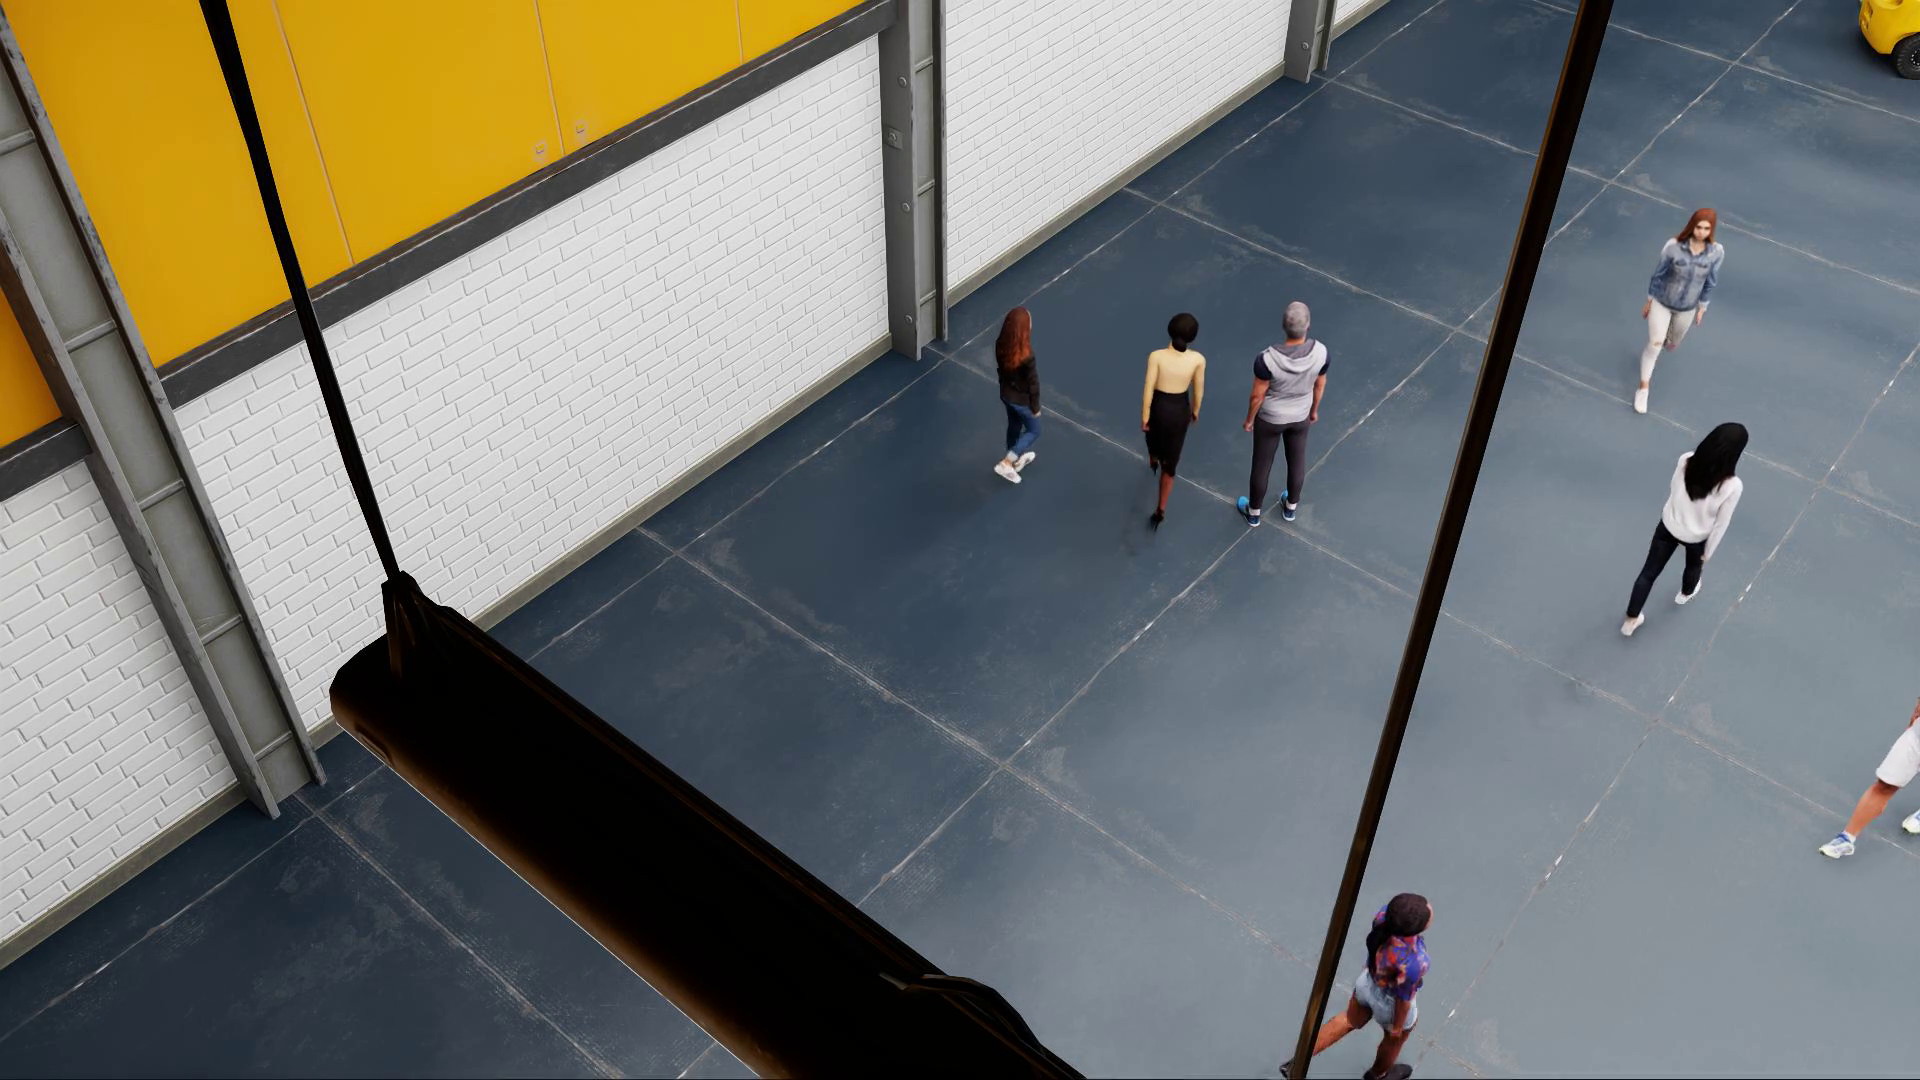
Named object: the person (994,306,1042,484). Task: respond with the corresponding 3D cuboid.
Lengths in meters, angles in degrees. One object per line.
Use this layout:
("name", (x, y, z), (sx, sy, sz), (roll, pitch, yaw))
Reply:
("person", (0.384, -1.019, 11.974), (0.725, 1.478, 0.639), (-30, 51, -28))

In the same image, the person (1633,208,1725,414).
("person", (5.431, -1.822, 12.667), (0.900, 1.683, 1.099), (10, 44, 10))

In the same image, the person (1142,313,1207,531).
("person", (1.438, -0.792, 11.643), (0.913, 1.605, 1.077), (2, 44, 3))

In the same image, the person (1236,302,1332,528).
("person", (2.249, -0.850, 11.543), (0.743, 1.827, 0.827), (-7, 44, -7))

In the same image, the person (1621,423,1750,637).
("person", (4.644, -0.020, 10.791), (0.641, 1.663, 0.986), (32, 52, 29))

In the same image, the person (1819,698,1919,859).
("person", (5.693, 1.131, 9.483), (1.280, 1.800, 0.915), (-24, 49, -23))

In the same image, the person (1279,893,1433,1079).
("person", (2.041, 2.296, 8.319), (1.085, 1.719, 0.939), (-10, 45, -10))
